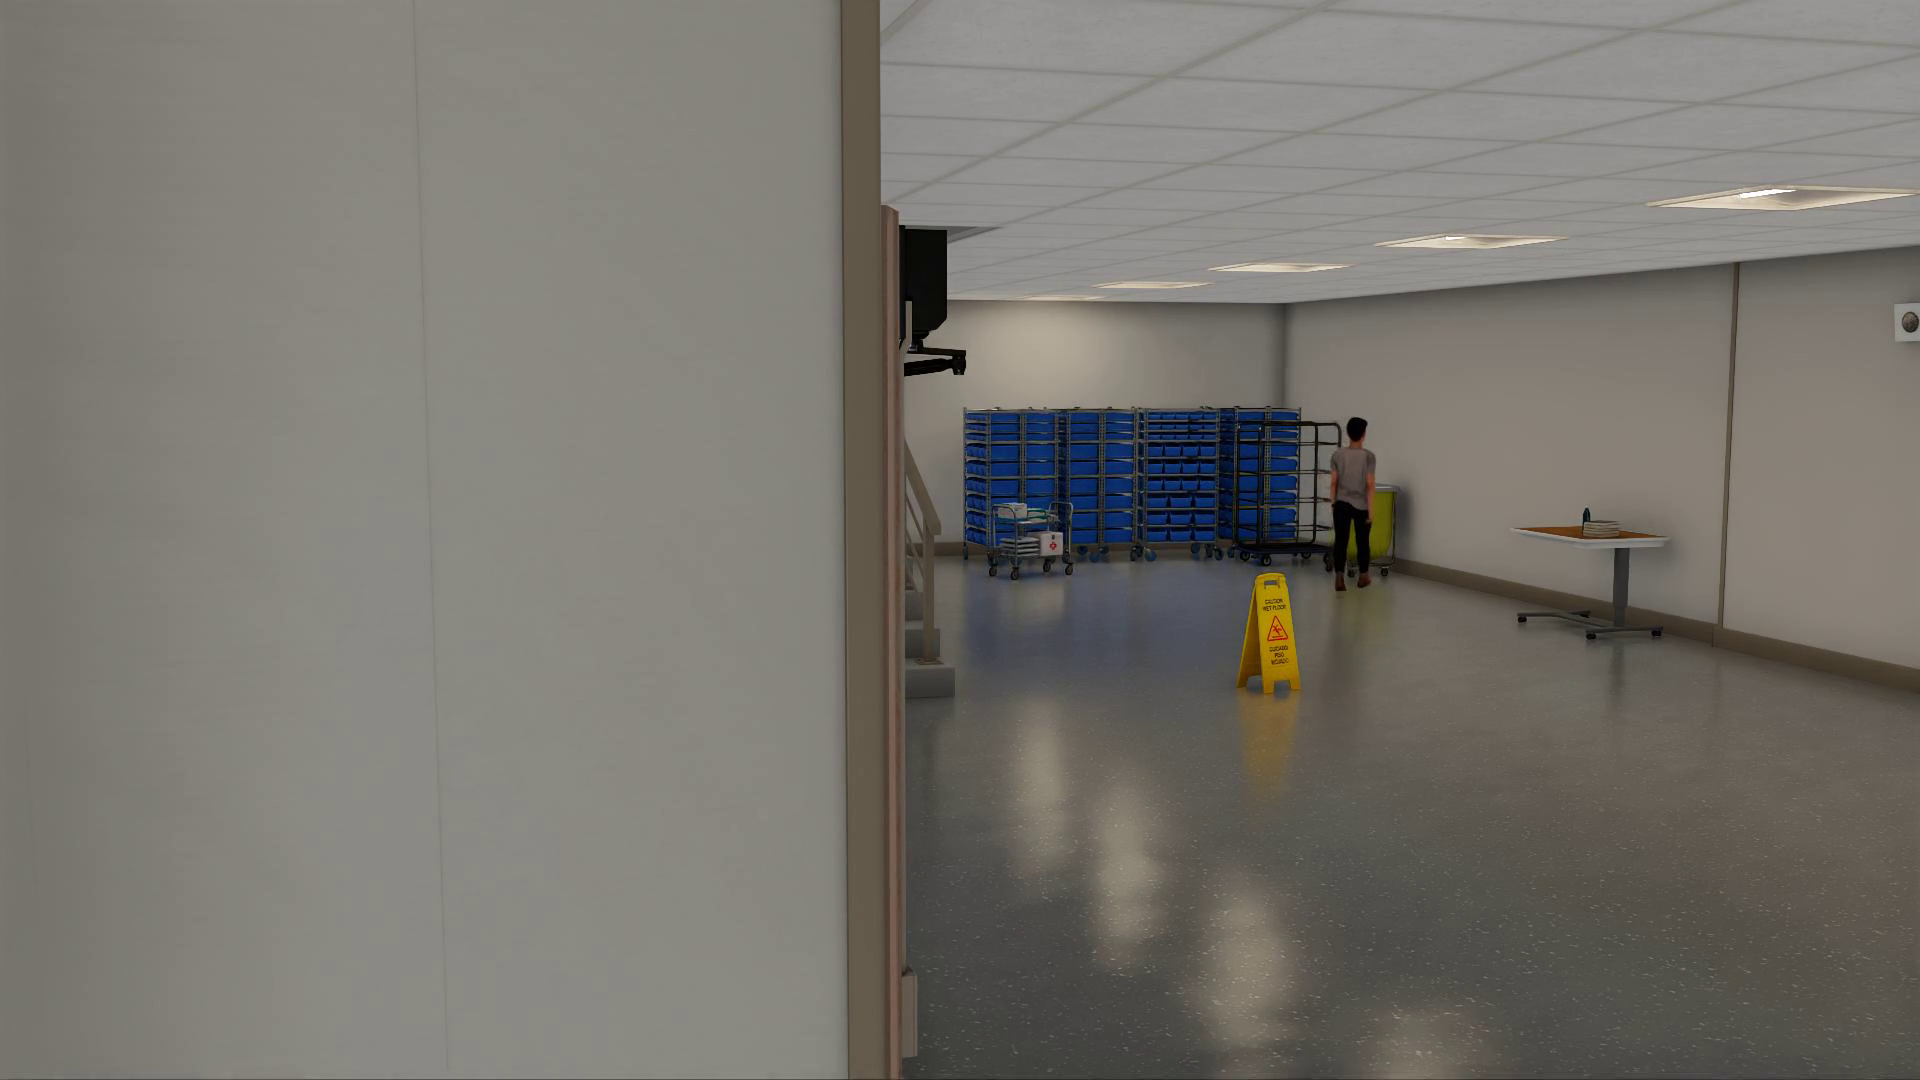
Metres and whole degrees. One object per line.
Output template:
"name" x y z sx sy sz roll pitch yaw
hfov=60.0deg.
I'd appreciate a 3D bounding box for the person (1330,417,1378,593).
"person" 3.746 -0.305 16.008 1.068 1.679 1.183 3 6 25
